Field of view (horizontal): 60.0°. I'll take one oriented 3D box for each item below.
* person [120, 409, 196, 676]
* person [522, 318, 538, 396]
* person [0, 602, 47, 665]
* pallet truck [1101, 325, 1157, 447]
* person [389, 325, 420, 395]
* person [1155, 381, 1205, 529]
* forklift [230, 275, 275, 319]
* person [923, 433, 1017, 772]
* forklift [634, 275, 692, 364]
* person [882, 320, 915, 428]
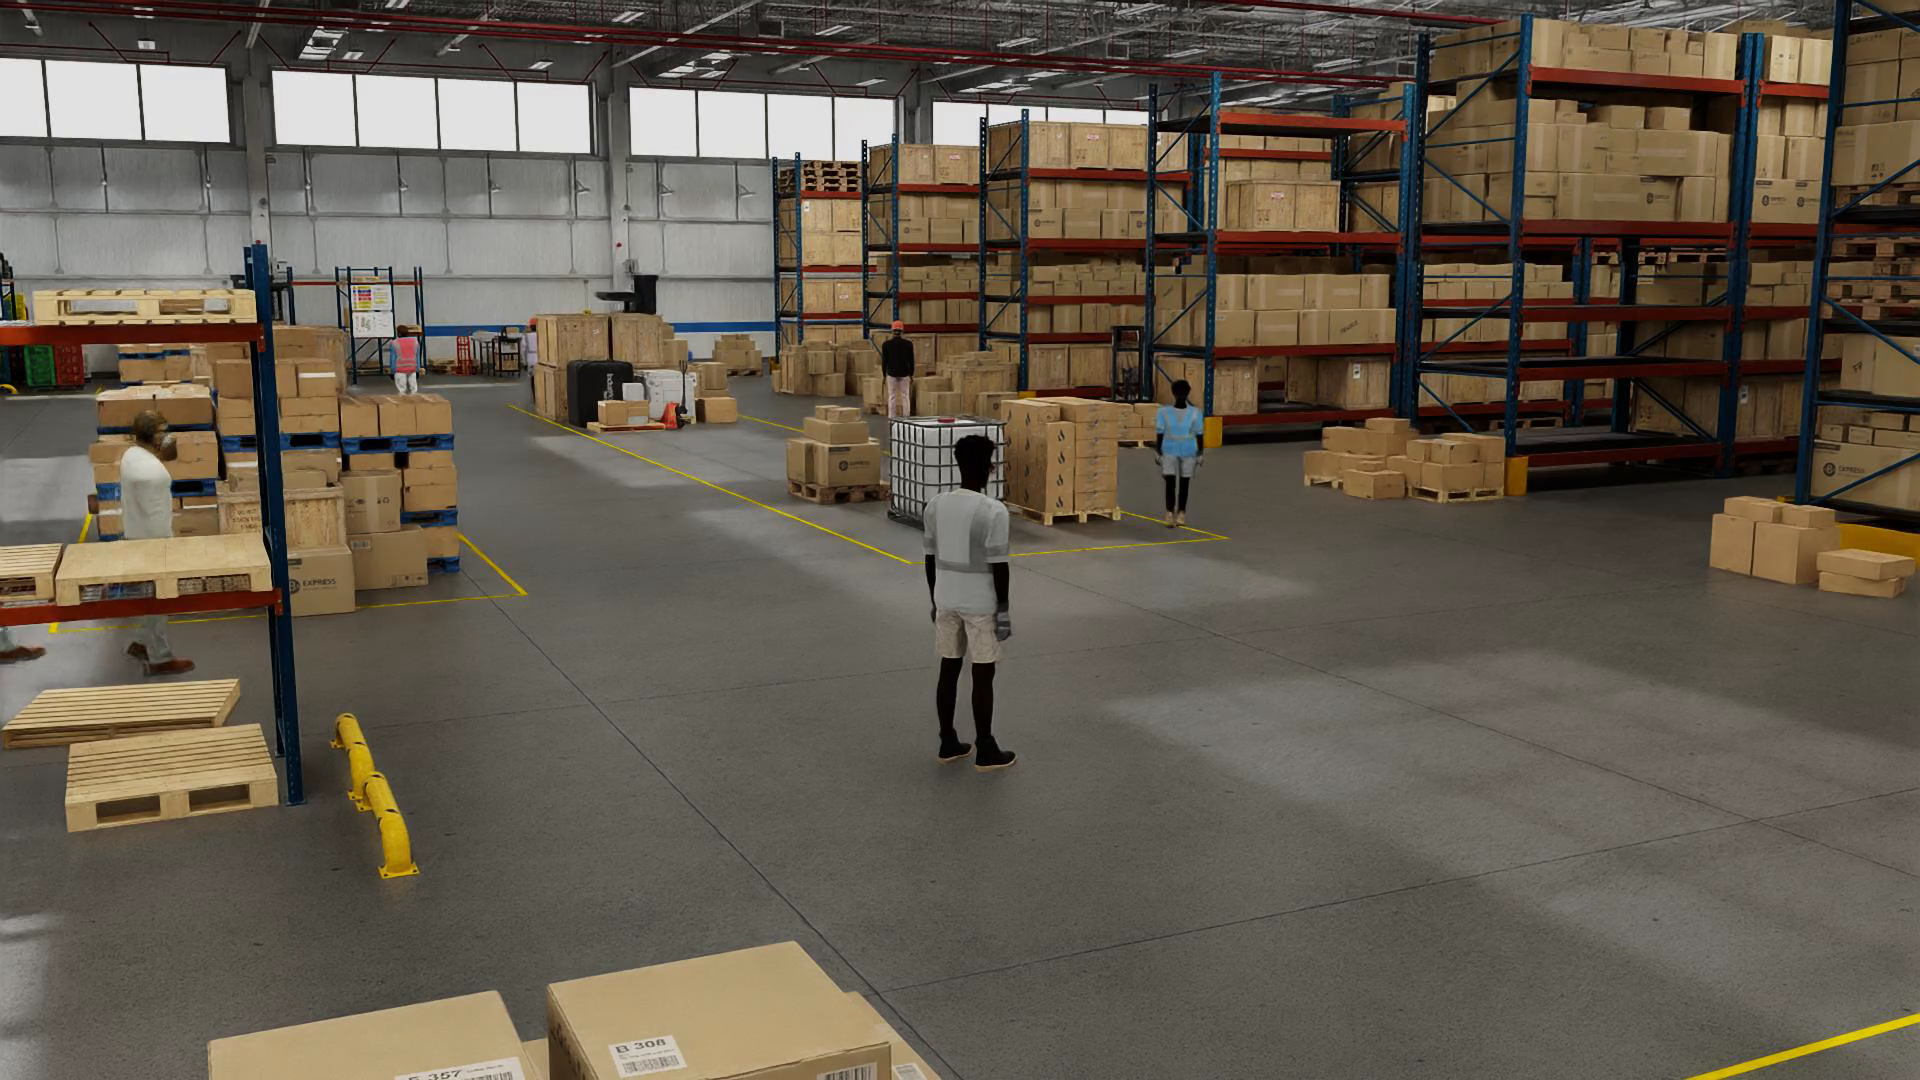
[{"bbox_3d":[-5.723,0.027,11.869,0.436,1.927,0.662,-6,11,-33],"label":"person"},{"bbox_3d":[-9.262,-3.912,36.426,0.554,1.881,0.996,0,9,-2],"label":"person"},{"bbox_3d":[-7.054,0.015,12.005,0.868,1.901,0.653,-5,11,-30],"label":"person"},{"bbox_3d":[2.881,-2.596,27.923,0.823,1.965,1.885,-1,9,-7],"label":"pallet truck"},{"bbox_3d":[-11.049,-3.351,33.089,0.627,1.845,0.429,-9,12,-43],"label":"person"},{"bbox_3d":[2.477,-0.944,18.675,0.553,1.659,0.800,0,9,2],"label":"person"},{"bbox_3d":[-17.333,-5.130,40.912,1.129,2.768,1.873,-9,13,-44],"label":"forklift"},{"bbox_3d":[0.055,0.359,9.682,0.608,1.966,0.371,8,12,39],"label":"person"},{"bbox_3d":[-7.217,-4.725,38.400,1.873,2.768,1.129,-4,10,-25],"label":"forklift"},{"bbox_3d":[-1.150,-3.076,30.909,0.611,1.995,0.381,-2,9,-9],"label":"person"}]
